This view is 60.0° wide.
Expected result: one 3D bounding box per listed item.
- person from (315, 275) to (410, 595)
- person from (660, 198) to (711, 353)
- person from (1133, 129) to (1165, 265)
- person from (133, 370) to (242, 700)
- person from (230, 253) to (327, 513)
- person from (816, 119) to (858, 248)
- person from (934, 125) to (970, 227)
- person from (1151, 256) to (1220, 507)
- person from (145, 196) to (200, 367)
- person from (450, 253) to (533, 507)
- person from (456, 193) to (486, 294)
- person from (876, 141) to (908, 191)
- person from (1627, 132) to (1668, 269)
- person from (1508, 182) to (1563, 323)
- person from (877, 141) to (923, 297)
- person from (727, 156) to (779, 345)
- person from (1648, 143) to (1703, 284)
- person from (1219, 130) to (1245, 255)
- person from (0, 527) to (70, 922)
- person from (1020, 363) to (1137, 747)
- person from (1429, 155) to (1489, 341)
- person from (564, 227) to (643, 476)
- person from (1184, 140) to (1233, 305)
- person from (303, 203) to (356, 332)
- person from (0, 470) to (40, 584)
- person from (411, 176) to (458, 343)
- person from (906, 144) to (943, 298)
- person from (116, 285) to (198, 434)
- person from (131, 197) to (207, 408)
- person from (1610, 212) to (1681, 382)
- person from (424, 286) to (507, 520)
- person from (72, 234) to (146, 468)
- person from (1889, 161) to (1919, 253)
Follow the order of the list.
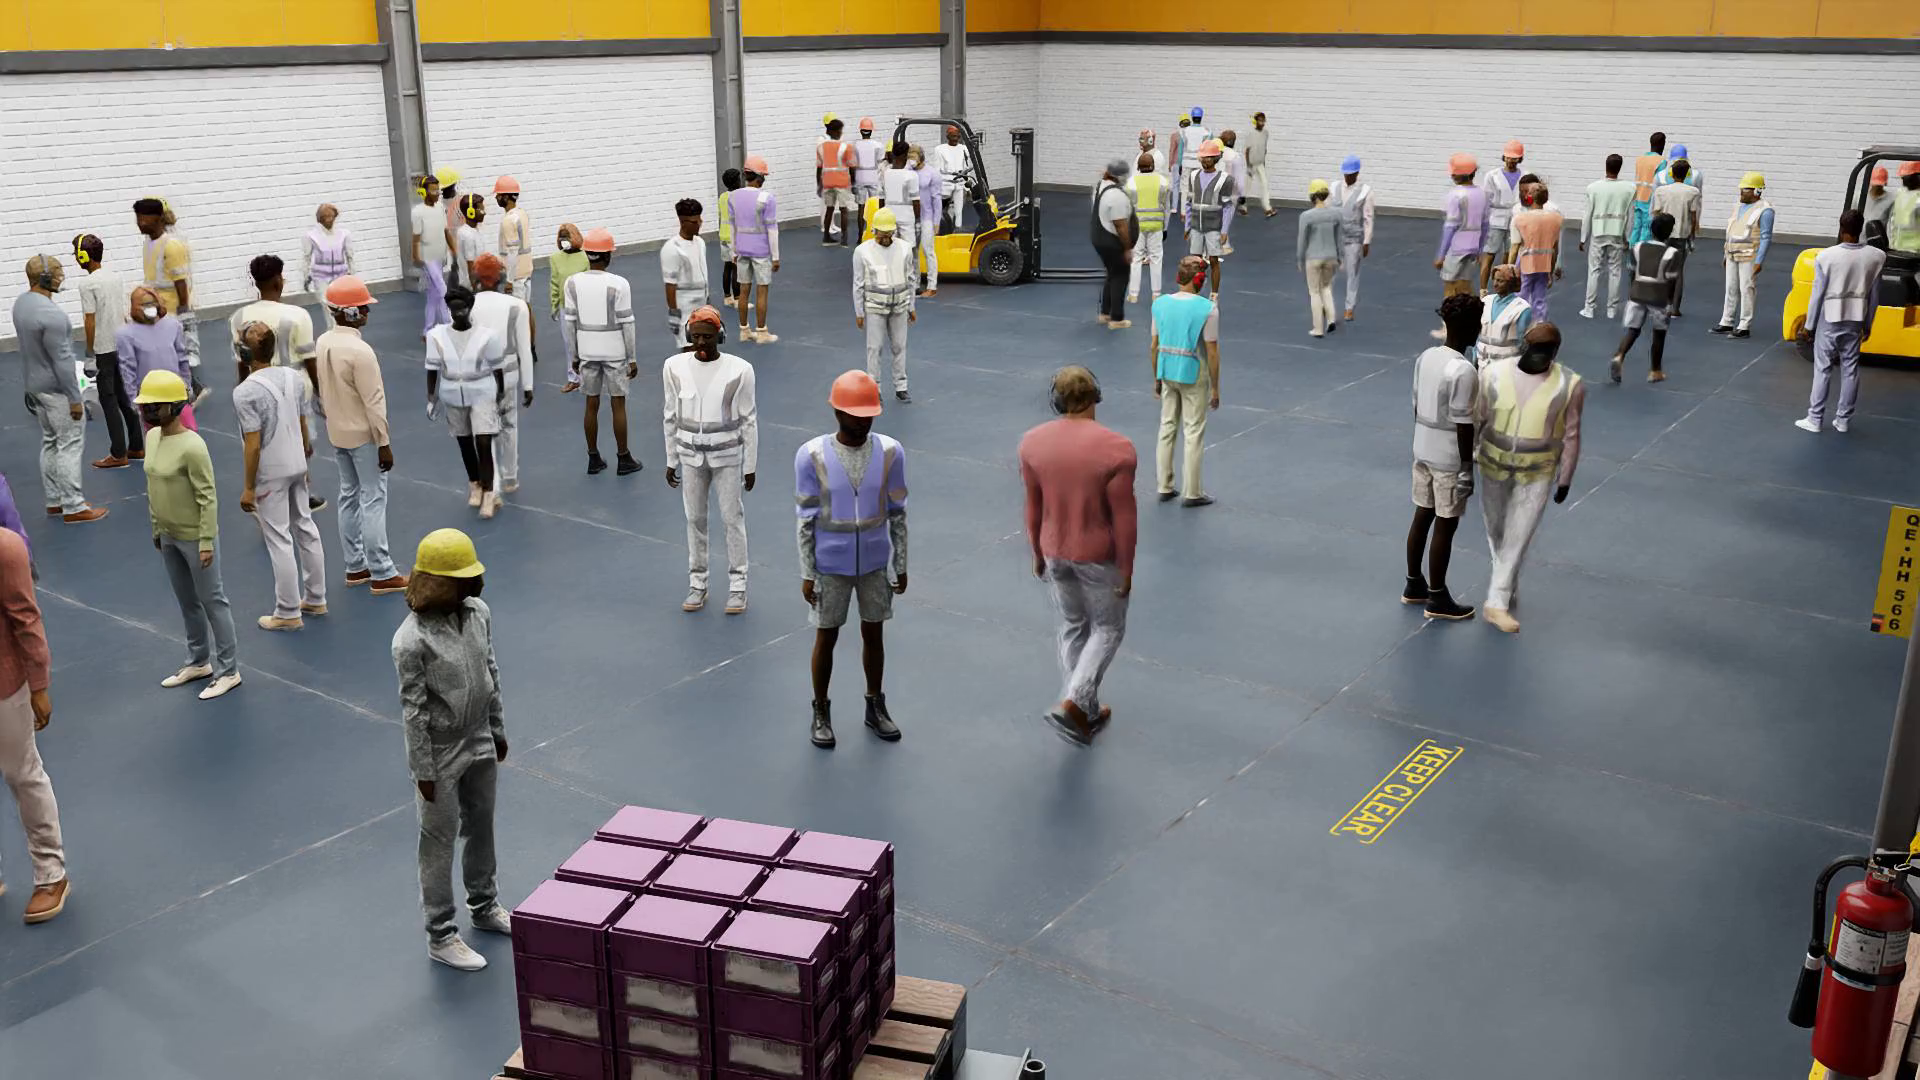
[{"bbox_3d":[-3.730,-0.648,10.357,0.612,1.995,0.382,15,23,38],"label":"person"},{"bbox_3d":[-2.419,-2.078,14.902,0.382,1.955,0.619,6,19,18],"label":"person"},{"bbox_3d":[2.650,-4.904,23.814,0.410,1.909,0.642,-8,19,-22],"label":"person"},{"bbox_3d":[-4.106,-0.028,8.790,0.525,1.769,0.315,12,21,32],"label":"person"},{"bbox_3d":[-4.782,-1.028,11.644,0.610,1.937,0.841,5,18,16],"label":"person"},{"bbox_3d":[-1.892,-5.466,25.508,0.605,1.945,0.451,9,20,26],"label":"person"},{"bbox_3d":[-0.116,-5.339,25.204,0.573,1.887,0.356,-7,19,-21],"label":"person"},{"bbox_3d":[1.647,-1.151,12.198,0.584,1.845,0.405,15,23,38],"label":"person"},{"bbox_3d":[-8.056,-2.626,16.948,0.483,1.745,0.306,4,18,13],"label":"person"},{"bbox_3d":[-3.448,-1.169,12.260,0.621,1.864,0.896,-5,18,-16],"label":"person"},{"bbox_3d":[-4.674,-2.404,16.081,0.332,1.859,0.506,-5,18,-16],"label":"person"},{"bbox_3d":[-0.965,-4.852,23.913,0.486,1.744,0.294,3,18,10],"label":"person"},{"bbox_3d":[9.599,-4.720,23.235,0.397,1.911,0.588,-4,18,-13],"label":"person"},{"bbox_3d":[5.900,-2.753,17.178,0.567,1.849,0.389,-4,18,-13],"label":"person"},{"bbox_3d":[-0.751,-4.046,21.031,0.600,1.967,0.369,10,20,28],"label":"person"},{"bbox_3d":[-2.216,-3.142,18.113,0.611,2.030,0.410,10,20,28],"label":"person"},{"bbox_3d":[9.229,-4.164,21.499,0.631,1.909,0.677,7,19,20],"label":"person"},{"bbox_3d":[3.977,-5.174,24.783,0.513,1.832,0.649,-13,22,-35],"label":"person"},{"bbox_3d":[-3.911,0.580,6.545,0.622,1.982,0.412,-2,18,-7],"label":"person"},{"bbox_3d":[0.549,0.098,8.167,0.632,1.910,0.585,10,20,28],"label":"person"},{"bbox_3d":[5.509,-3.185,18.269,0.658,2.021,0.362,-12,21,-32],"label":"person"},{"bbox_3d":[-2.782,-1.466,13.010,0.553,1.935,0.363,4,18,11],"label":"person"},{"bbox_3d":[2.974,-3.788,20.100,0.605,2.045,0.377,13,22,34],"label":"person"},{"bbox_3d":[-6.731,-2.797,17.722,0.538,1.607,0.717,-14,22,-36],"label":"person"},{"bbox_3d":[-5.027,0.103,8.628,0.541,1.604,0.767,5,18,14],"label":"person"},{"bbox_3d":[-5.567,-2.994,17.959,0.828,1.841,0.517,5,18,15],"label":"person"},{"bbox_3d":[-0.518,-4.041,21.089,0.635,1.928,0.384,10,20,28],"label":"person"},{"bbox_3d":[-5.888,-1.076,12.316,0.602,1.608,0.525,15,23,40],"label":"person"},{"bbox_3d":[-7.163,-2.103,14.978,0.628,1.945,0.430,16,24,42],"label":"person"},{"bbox_3d":[6.687,-2.337,16.160,0.691,1.673,0.538,-15,23,-39],"label":"person"},{"bbox_3d":[-3.549,-0.975,11.913,0.547,1.666,0.794,-1,18,-2],"label":"person"},{"bbox_3d":[-6.816,-1.504,13.269,0.344,1.856,0.526,1,18,4],"label":"person"},{"bbox_3d":[10.719,-3.302,18.633,0.759,2.015,0.633,-2,18,-6],"label":"person"}]
